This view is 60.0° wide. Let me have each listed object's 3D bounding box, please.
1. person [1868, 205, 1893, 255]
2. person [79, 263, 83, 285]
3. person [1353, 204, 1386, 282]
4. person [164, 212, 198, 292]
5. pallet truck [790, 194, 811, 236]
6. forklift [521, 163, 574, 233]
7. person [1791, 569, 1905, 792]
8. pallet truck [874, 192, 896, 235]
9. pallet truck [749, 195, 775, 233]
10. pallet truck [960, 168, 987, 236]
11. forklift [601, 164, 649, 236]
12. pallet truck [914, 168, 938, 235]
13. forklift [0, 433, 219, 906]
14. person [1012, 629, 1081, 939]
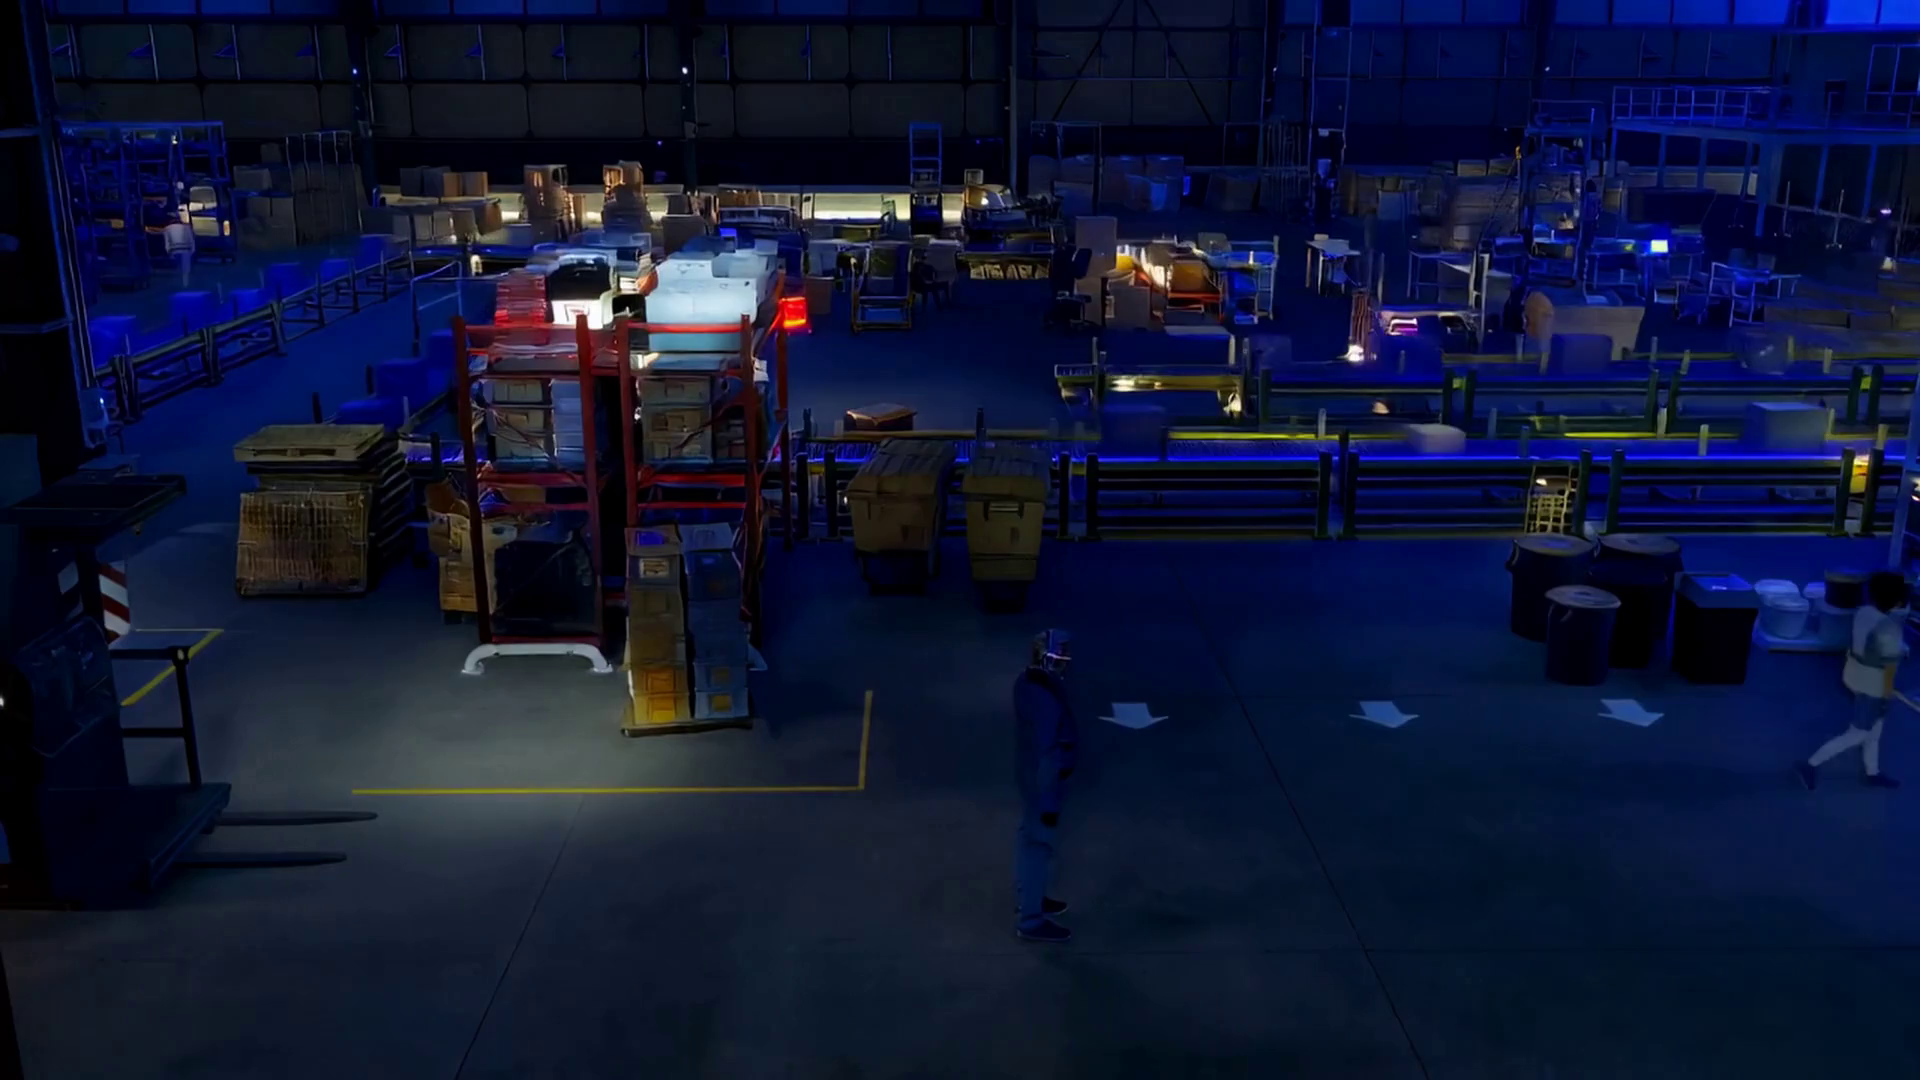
[{"bbox_3d":[22.358,-7.248,40.330,0.578,1.717,0.786,-7,17,-22],"label":"person"},{"bbox_3d":[-17.562,-5.121,32.484,0.664,1.968,0.726,3,16,9],"label":"person"},{"bbox_3d":[9.685,-6.981,39.212,0.705,1.840,0.527,14,21,40],"label":"person"},{"bbox_3d":[-17.631,-6.534,37.730,0.597,1.786,0.915,-2,16,-7],"label":"person"},{"bbox_3d":[-4.814,-9.883,50.259,0.704,1.261,1.522,-1,16,-3],"label":"pallet truck"},{"bbox_3d":[-12.233,-10.122,49.298,1.157,1.987,2.680,0,16,-1],"label":"forklift"},{"bbox_3d":[6.340,1.006,11.714,0.783,1.670,0.533,2,16,6],"label":"person"},{"bbox_3d":[-2.277,-9.986,50.594,0.653,1.274,1.630,0,16,-1],"label":"pallet truck"},{"bbox_3d":[-6.051,-9.967,50.660,0.680,1.201,1.601,0,16,-1],"label":"pallet truck"},{"bbox_3d":[0.383,-10.230,50.206,0.823,1.965,1.885,-1,16,-3],"label":"pallet truck"},{"bbox_3d":[-9.948,-10.127,49.296,1.157,1.987,2.680,-1,16,-3],"label":"forklift"},{"bbox_3d":[-0.989,-10.316,50.507,0.823,1.965,1.885,1,16,3],"label":"pallet truck"},{"bbox_3d":[-5.952,0.780,10.366,1.873,2.768,1.129,0,16,-1],"label":"forklift"},{"bbox_3d":[0.514,1.432,9.861,0.399,1.900,0.636,-2,16,-6],"label":"person"}]
